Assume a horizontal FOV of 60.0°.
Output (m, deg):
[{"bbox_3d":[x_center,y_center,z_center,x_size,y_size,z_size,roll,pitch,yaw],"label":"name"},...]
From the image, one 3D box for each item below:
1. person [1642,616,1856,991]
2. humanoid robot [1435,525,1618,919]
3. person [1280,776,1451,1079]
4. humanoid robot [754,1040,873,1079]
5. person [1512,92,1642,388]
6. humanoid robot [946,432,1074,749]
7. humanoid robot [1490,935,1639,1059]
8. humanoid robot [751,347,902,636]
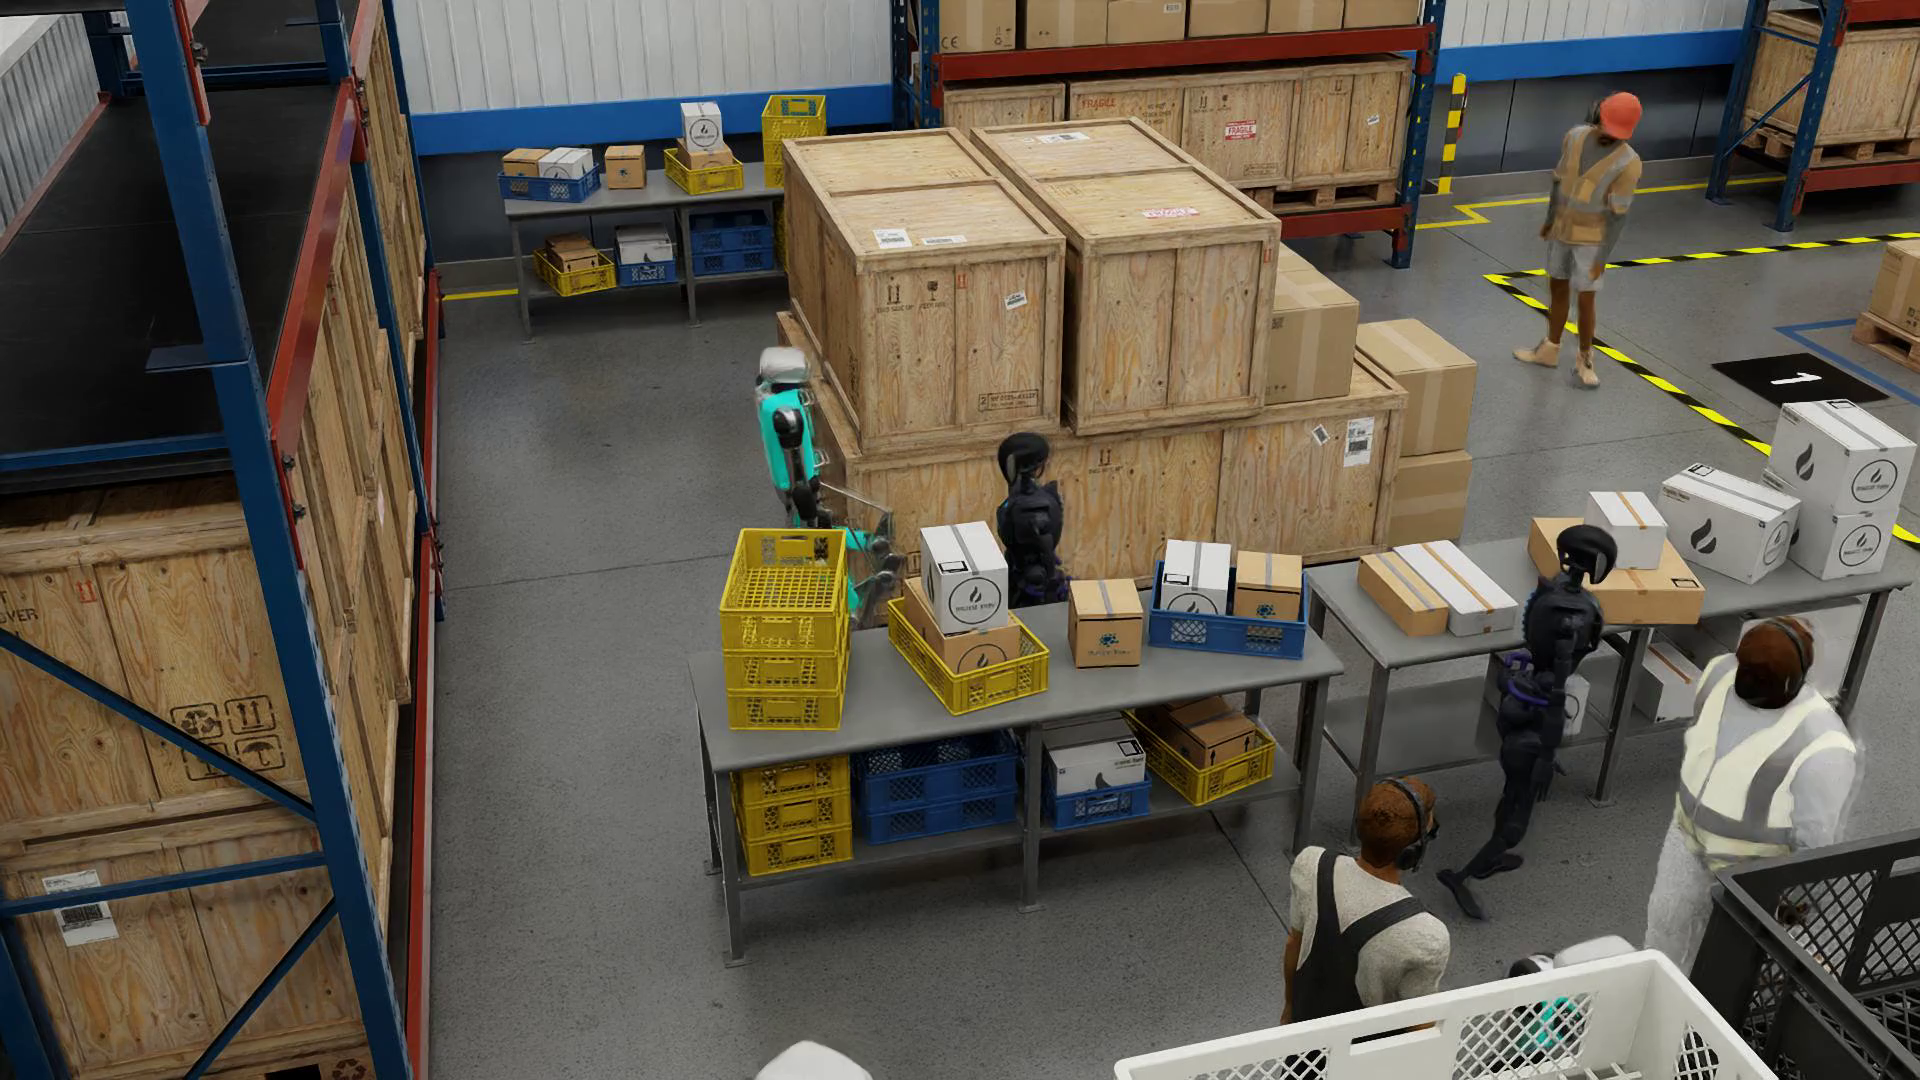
[{"bbox_3d":[2.724,1.006,5.701,0.756,1.806,0.655,-11,31,-19],"label":"person"},{"bbox_3d":[2.164,0.679,6.431,0.459,1.647,0.588,7,30,12],"label":"humanoid robot"},{"bbox_3d":[1.137,1.460,4.849,0.331,1.836,0.506,-24,37,-37],"label":"person"},{"bbox_3d":[-0.202,1.896,4.254,0.547,1.891,0.729,14,32,24],"label":"humanoid robot"},{"bbox_3d":[4.074,-2.006,10.991,0.383,1.988,0.725,-13,31,-22],"label":"person"},{"bbox_3d":[0.282,0.302,7.143,0.762,1.629,0.607,-7,30,-13],"label":"humanoid robot"},{"bbox_3d":[1.370,1.824,4.295,0.678,1.805,0.537,-14,32,-24],"label":"humanoid robot"},{"bbox_3d":[-0.601,-0.092,7.742,0.982,1.726,0.539,-8,30,-14],"label":"humanoid robot"}]
